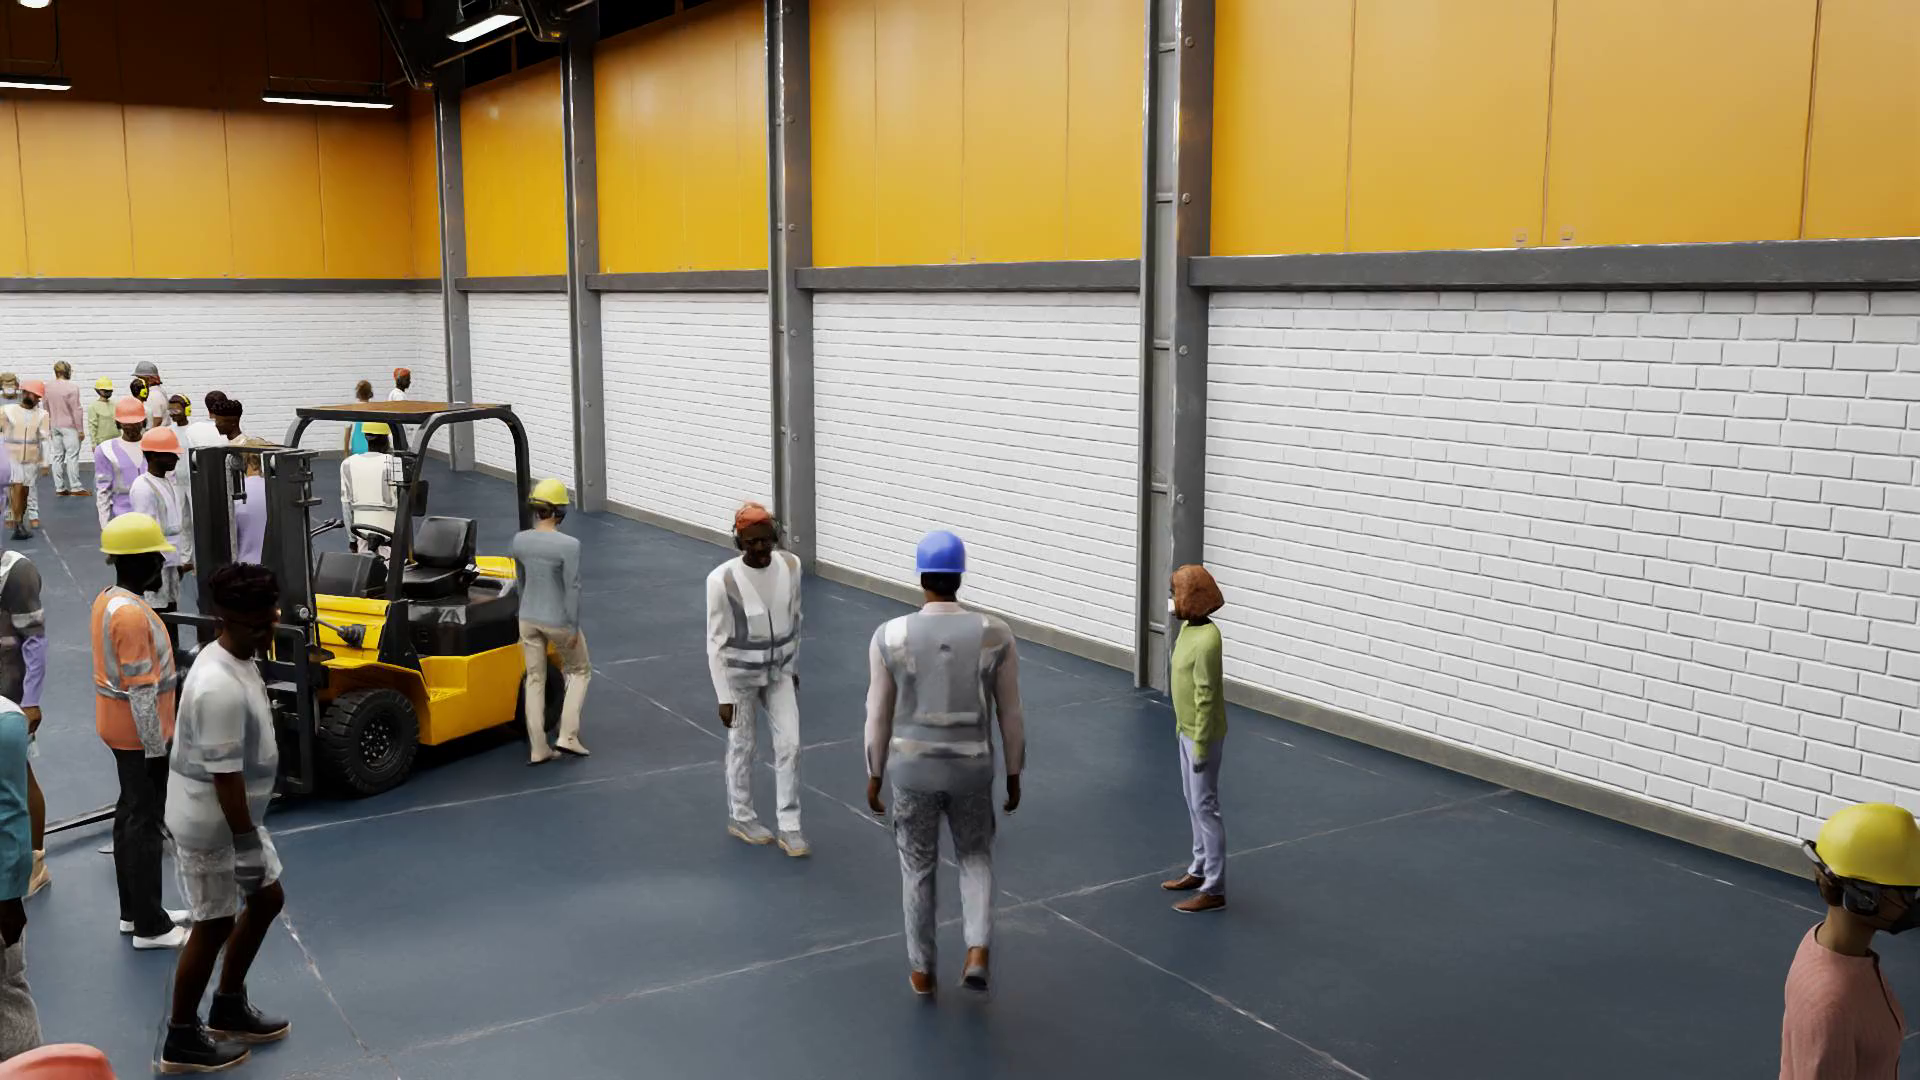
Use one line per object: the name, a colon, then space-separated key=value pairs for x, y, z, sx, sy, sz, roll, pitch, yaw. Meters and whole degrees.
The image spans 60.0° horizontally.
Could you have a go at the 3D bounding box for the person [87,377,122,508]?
person: x=-11.429 y=-1.304 z=22.312 sx=0.319 sy=1.767 sz=0.534 roll=3 pitch=9 yaw=18

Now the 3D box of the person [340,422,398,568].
person: x=-4.680 y=-0.065 z=13.422 sx=0.588 sy=1.927 sz=0.369 roll=1 pitch=9 yaw=10

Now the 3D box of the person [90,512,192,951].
person: x=-3.602 y=0.837 z=7.336 sx=0.361 sy=1.930 sz=0.585 roll=-6 pitch=10 yaw=-35

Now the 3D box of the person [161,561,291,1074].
person: x=-2.712 y=1.022 z=6.089 sx=0.576 sy=1.922 sz=0.618 roll=-2 pitch=9 yaw=-14

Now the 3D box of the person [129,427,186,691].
person: x=-5.732 y=0.148 z=11.989 sx=0.388 sy=1.930 sz=0.544 roll=-1 pitch=8 yaw=-7

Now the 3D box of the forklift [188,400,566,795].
forklift: x=-3.529 y=0.258 z=10.348 sx=1.214 sy=2.155 sz=2.313 roll=4 pitch=9 yaw=25

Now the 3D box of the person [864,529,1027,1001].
person: x=-0.062 y=0.923 z=6.749 sx=0.648 sy=1.925 sz=0.512 roll=-1 pitch=9 yaw=-8

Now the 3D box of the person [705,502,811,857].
person: x=-1.017 y=0.709 z=8.467 sx=0.611 sy=1.841 sz=0.742 roll=-6 pitch=10 yaw=-35

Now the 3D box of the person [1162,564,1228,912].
person: x=1.107 y=0.919 z=7.810 sx=0.281 sy=1.624 sz=0.495 roll=-1 pitch=8 yaw=-5

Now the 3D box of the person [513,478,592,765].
person: x=-2.505 y=0.501 z=10.193 sx=0.525 sy=1.752 sz=0.455 roll=3 pitch=9 yaw=21

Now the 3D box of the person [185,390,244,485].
person: x=-7.392 y=-0.530 z=16.601 sx=0.588 sy=1.915 sz=0.398 roll=0 pitch=8 yaw=1

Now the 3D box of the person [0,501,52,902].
person: x=-4.597 y=0.708 z=7.824 sx=0.610 sy=2.042 sz=0.396 roll=2 pitch=9 yaw=16

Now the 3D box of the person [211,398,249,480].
person: x=-6.416 y=-0.286 z=14.816 sx=0.380 sy=1.958 sz=0.604 roll=-4 pitch=9 yaw=-25

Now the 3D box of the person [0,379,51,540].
person: x=-10.955 y=-0.935 z=19.460 sx=0.776 sy=1.872 sz=0.632 roll=8 pitch=12 yaw=43

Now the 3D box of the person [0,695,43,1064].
person: x=-3.296 y=1.115 z=5.434 sx=0.607 sy=1.940 sz=0.417 roll=2 pitch=9 yaw=15

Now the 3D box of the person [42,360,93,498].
person: x=-12.601 y=-1.555 z=23.427 sx=0.628 sy=1.940 sz=0.377 roll=3 pitch=9 yaw=19

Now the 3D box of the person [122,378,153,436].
person: x=-9.903 y=-1.022 z=20.118 sx=0.523 sy=1.858 sz=0.337 roll=4 pitch=9 yaw=23

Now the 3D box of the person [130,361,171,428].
person: x=-10.212 y=-1.235 z=20.926 sx=0.536 sy=2.000 sz=0.676 roll=-3 pitch=9 yaw=-20

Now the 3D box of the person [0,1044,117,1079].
person: x=-1.391 y=1.630 z=2.595 sx=0.341 sy=1.746 sz=0.567 roll=-7 pitch=11 yaw=-38

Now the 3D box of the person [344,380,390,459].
person: x=-7.416 y=-1.098 z=20.829 sx=0.521 sy=1.798 sz=0.991 roll=-1 pitch=8 yaw=-4

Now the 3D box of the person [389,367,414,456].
person: x=-7.530 y=-1.380 z=22.432 sx=0.357 sy=1.884 sz=0.574 roll=-4 pitch=9 yaw=-24

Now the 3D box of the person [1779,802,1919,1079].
person: x=1.987 y=1.451 z=3.788 sx=0.348 sy=1.761 sz=0.523 roll=6 pitch=10 yaw=34

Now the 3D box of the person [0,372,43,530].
person: x=-11.538 y=-1.083 z=20.291 sx=0.634 sy=1.930 sz=0.384 roll=-5 pitch=10 yaw=-32

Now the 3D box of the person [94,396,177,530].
person: x=-6.879 y=-0.192 z=13.947 sx=0.612 sy=2.030 sz=0.404 roll=-6 pitch=10 yaw=-35
